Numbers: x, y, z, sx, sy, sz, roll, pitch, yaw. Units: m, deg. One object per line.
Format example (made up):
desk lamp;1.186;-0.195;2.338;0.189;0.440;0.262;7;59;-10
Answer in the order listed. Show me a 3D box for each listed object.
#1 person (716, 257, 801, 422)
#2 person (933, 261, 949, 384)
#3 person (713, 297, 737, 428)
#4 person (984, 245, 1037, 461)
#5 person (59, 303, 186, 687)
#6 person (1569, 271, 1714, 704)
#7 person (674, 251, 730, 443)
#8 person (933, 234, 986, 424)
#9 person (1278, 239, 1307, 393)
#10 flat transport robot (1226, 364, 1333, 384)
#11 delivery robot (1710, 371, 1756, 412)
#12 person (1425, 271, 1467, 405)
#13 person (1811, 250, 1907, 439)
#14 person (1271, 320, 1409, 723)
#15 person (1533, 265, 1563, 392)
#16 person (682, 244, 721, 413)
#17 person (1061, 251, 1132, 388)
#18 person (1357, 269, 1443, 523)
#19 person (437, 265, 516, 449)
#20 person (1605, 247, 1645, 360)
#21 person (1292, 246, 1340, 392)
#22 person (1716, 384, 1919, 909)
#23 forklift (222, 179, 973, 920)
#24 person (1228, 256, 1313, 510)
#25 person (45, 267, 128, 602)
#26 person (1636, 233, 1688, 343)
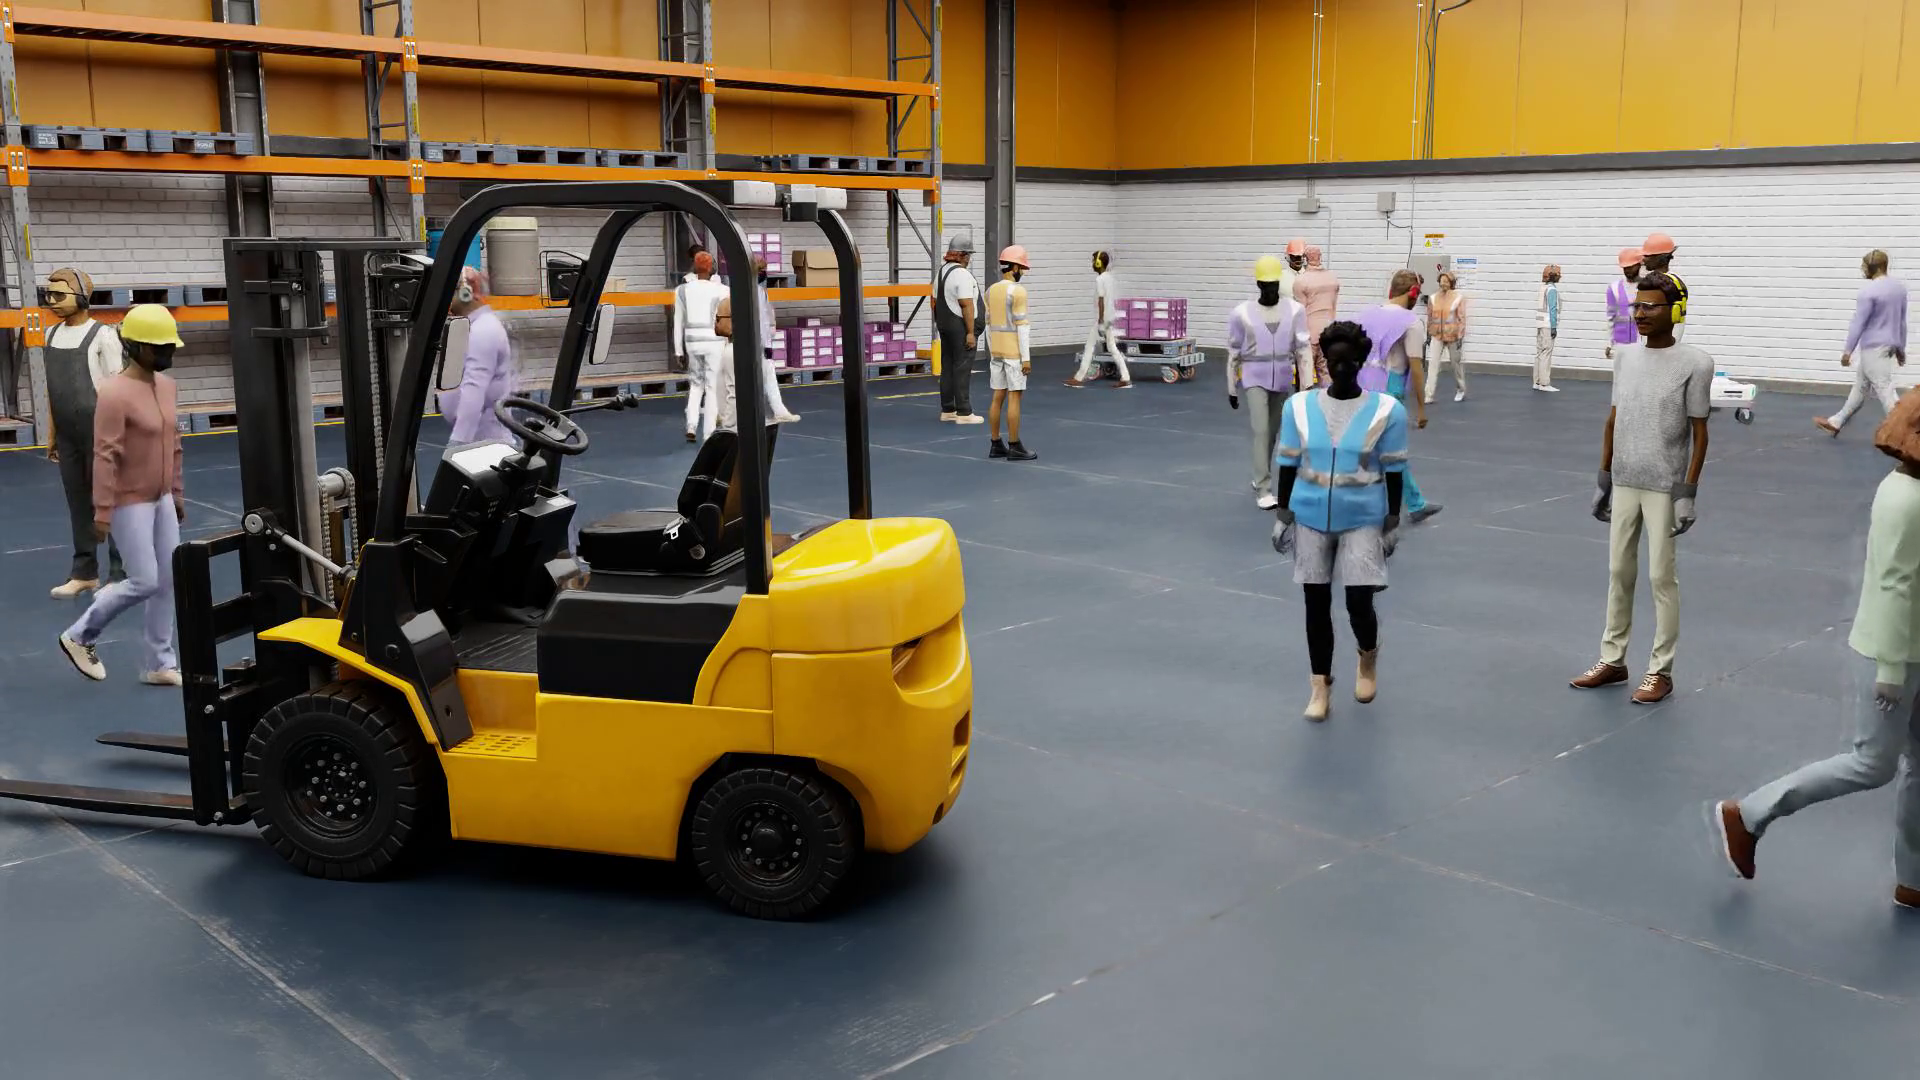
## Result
person;-2.221;-2.126;17.816;0.978;1.799;0.634;-4;11;-19
person;-0.112;-2.965;22.651;0.540;1.696;0.316;-3;11;-14
person;-1.424;-0.710;10.519;0.284;1.636;0.500;0;10;0
person;0.461;-1.682;15.027;0.369;1.929;0.542;-8;13;-37
person;-3.650;-0.173;7.340;0.577;1.738;0.531;1;10;6
person;2.984;-0.223;7.253;0.328;1.862;0.509;-7;12;-32
person;-2.413;-1.807;15.852;0.591;1.869;0.406;3;11;14
person;0.028;-2.284;17.998;0.538;2.000;0.689;-5;12;-27
person;3.754;-2.383;18.710;0.607;1.987;0.409;-1;10;-7
flat transport robot;4.420;-2.311;22.974;0.652;0.197;1.431;-7;13;-35
delivery robot;8.218;-1.592;18.021;0.707;0.478;0.477;3;11;15
person;5.893;-2.449;20.116;0.527;1.591;0.889;9;14;40
person;8.790;-1.855;16.109;0.640;1.873;1.042;-7;12;-32
person;1.575;-0.073;6.930;0.537;1.683;0.391;5;11;24
person;7.649;-2.751;21.637;0.308;1.641;0.515;1;10;3
person;-2.941;-2.405;18.996;0.375;1.916;0.598;6;12;30
person;1.862;-2.916;22.073;0.958;1.816;0.535;6;12;29
person;3.000;-0.965;11.498;0.940;1.781;0.580;-3;11;-17
person;-2.763;-0.620;9.428;0.991;1.855;0.654;-5;12;-27
person;6.956;-2.074;17.231;0.559;1.903;0.508;8;13;36
person;3.851;-2.266;18.289;0.640;1.901;0.401;-7;12;-32
person;2.713;0.326;4.953;0.680;1.613;0.508;8;13;36
forklift;-1.114;-0.058;5.440;2.313;2.155;1.214;2;11;13
person;2.313;-1.197;12.550;0.589;1.875;1.018;-1;10;-8
person;-4.843;-0.574;9.207;0.505;1.847;0.344;3;11;18
person;6.263;-1.736;15.010;0.387;2.039;0.614;-1;10;-7
